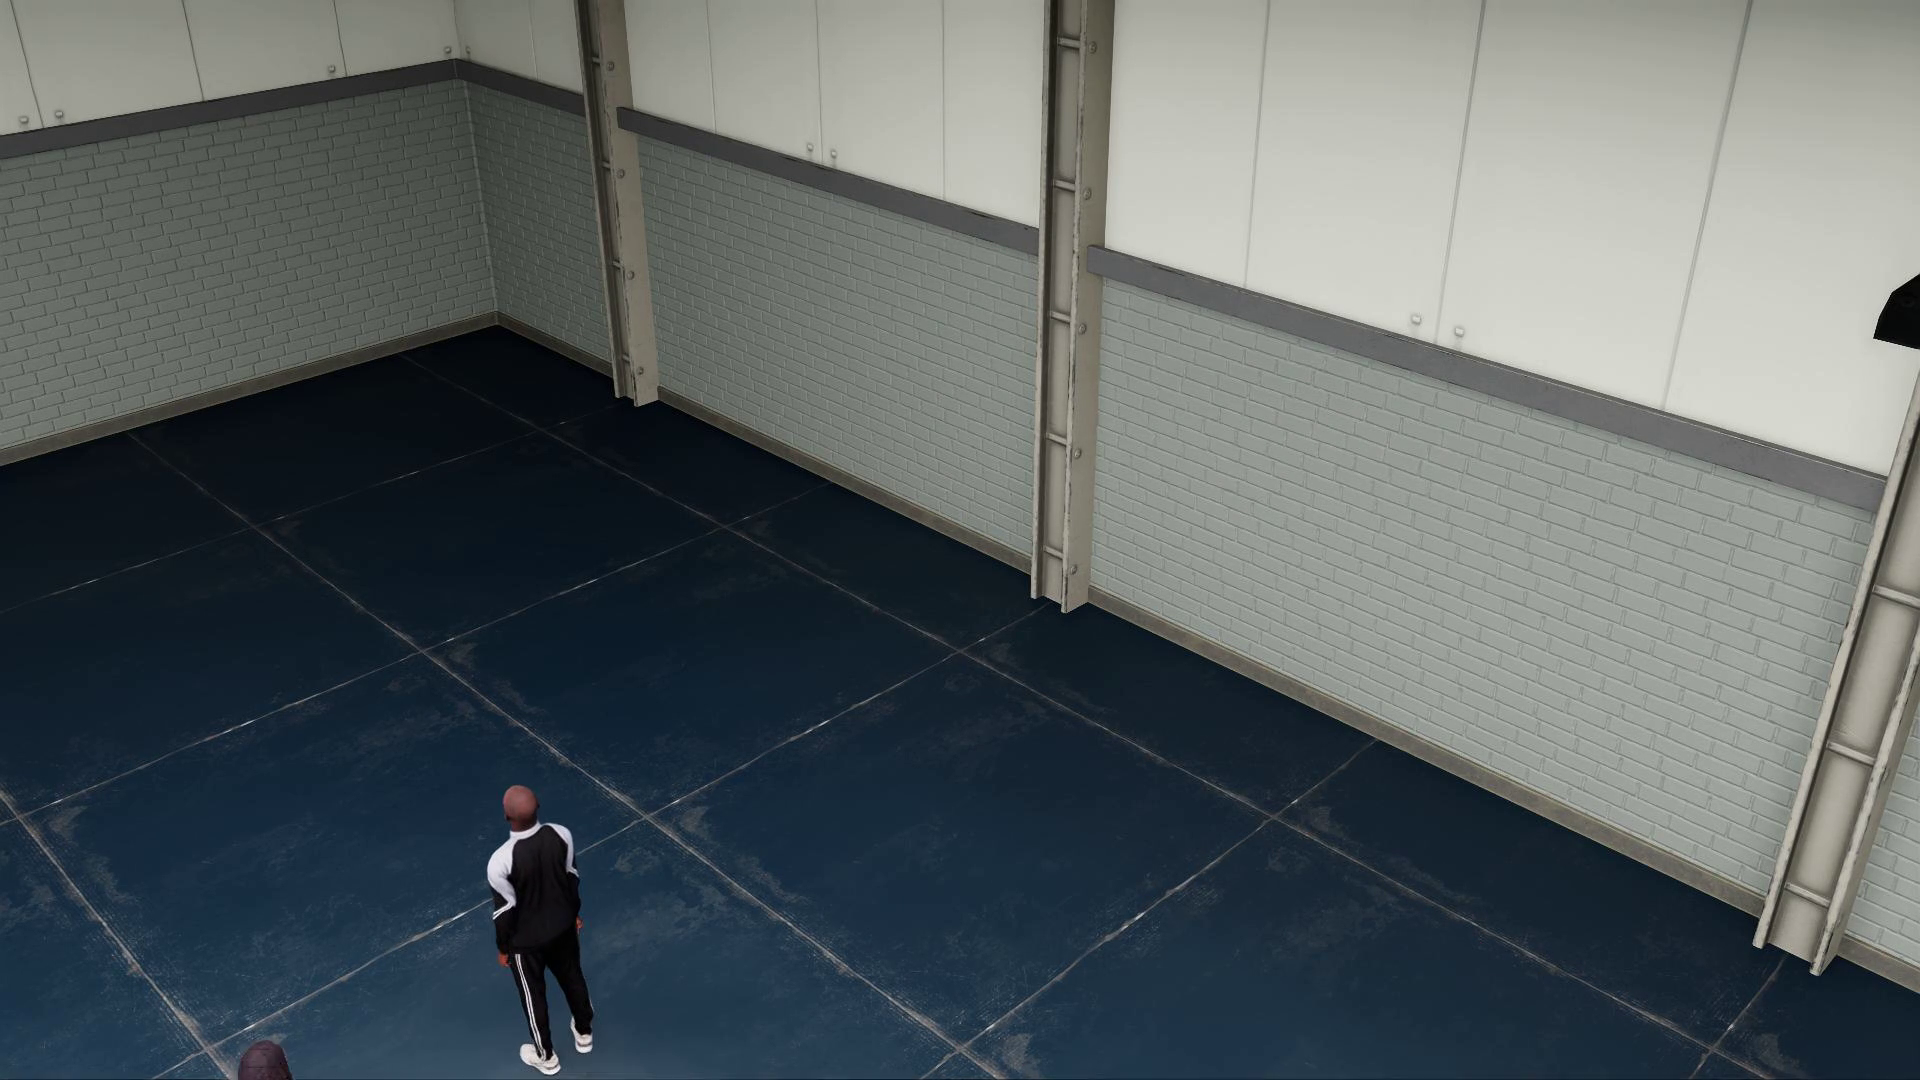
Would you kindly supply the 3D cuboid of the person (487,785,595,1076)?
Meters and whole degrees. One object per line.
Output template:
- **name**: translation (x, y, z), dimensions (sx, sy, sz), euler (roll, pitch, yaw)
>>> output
- **person**: translation (-2.247, 2.074, 8.916), dimensions (0.668, 1.828, 0.540), euler (-23, 36, -36)
